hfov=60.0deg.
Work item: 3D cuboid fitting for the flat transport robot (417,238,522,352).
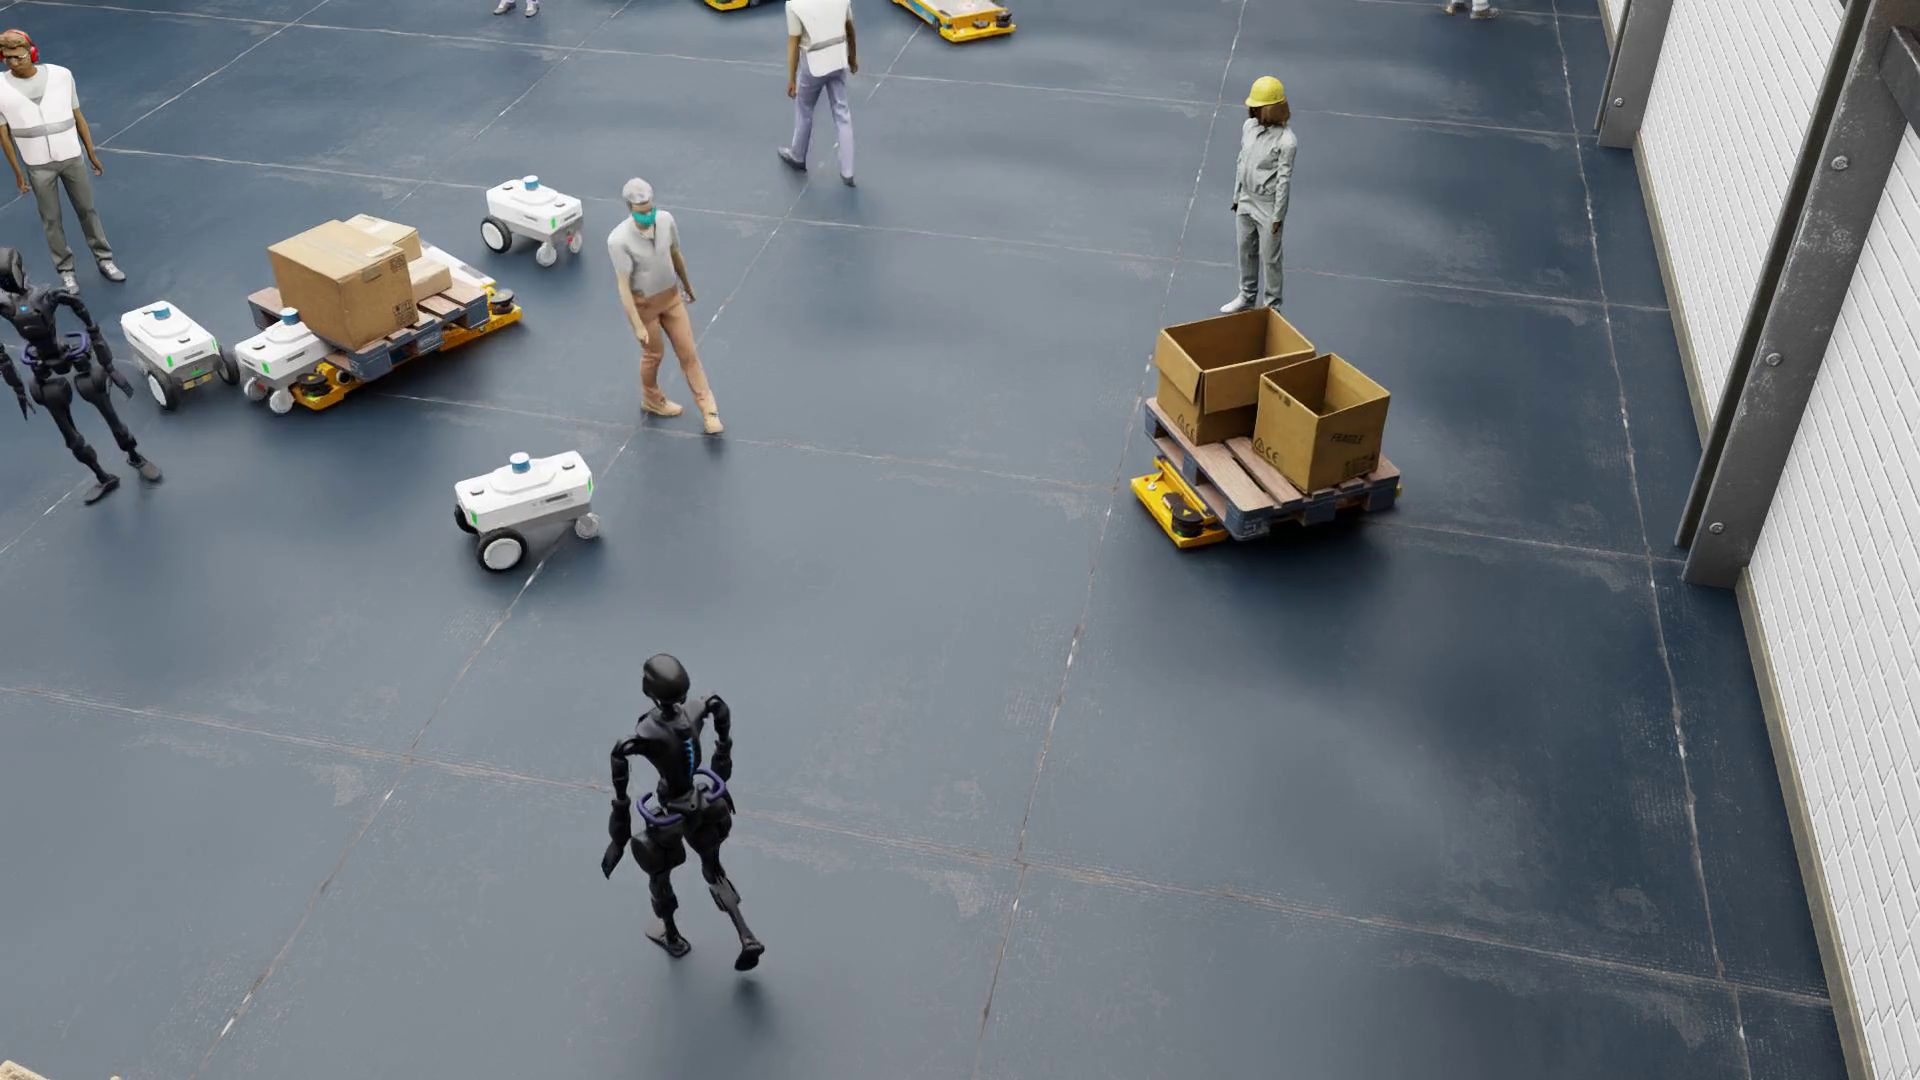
[{"bbox_3d":[-3.734,-1.733,11.538,1.431,0.231,0.659,29,46,33],"label":"flat transport robot"}]

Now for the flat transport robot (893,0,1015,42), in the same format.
[{"bbox_3d":[-0.089,-5.182,16.154,0.659,0.231,1.431,-17,40,-22],"label":"flat transport robot"}]

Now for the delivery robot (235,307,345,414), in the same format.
[{"bbox_3d":[-4.194,-1.200,10.576,0.499,0.583,0.774,25,43,29],"label":"delivery robot"}]

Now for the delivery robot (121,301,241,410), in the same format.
[{"bbox_3d":[-5.019,-1.223,10.621,0.802,0.600,0.499,31,46,34],"label":"delivery robot"}]

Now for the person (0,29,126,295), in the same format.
[{"bbox_3d":[-6.196,-2.594,11.378,0.562,1.839,0.393,-27,44,-31],"label":"person"}]

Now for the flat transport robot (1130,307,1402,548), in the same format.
[{"bbox_3d":[1.778,-0.342,9.676,1.431,0.231,0.659,-13,39,-16],"label":"flat transport robot"}]

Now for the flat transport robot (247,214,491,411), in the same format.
[{"bbox_3d":[-3.867,-1.326,10.993,0.659,0.231,1.431,24,43,29],"label":"flat transport robot"}]

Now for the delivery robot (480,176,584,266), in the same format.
[{"bbox_3d":[-3.116,-2.369,12.154,0.771,0.600,0.501,21,42,26],"label":"delivery robot"}]

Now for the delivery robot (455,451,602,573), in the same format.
[{"bbox_3d":[-2.421,-0.208,9.258,0.789,0.593,0.499,-18,40,-23],"label":"delivery robot"}]

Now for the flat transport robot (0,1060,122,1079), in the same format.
[{"bbox_3d":[-3.100,2.704,5.600,0.659,0.231,1.431,23,42,27],"label":"flat transport robot"}]

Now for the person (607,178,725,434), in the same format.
[{"bbox_3d":[-1.737,-1.382,9.874,0.770,1.698,0.562,30,46,34],"label":"person"}]

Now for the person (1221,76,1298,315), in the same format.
[{"bbox_3d":[1.978,-2.213,10.958,0.340,1.734,0.481,-21,42,-26],"label":"person"}]

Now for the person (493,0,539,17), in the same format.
[{"bbox_3d":[-4.310,-5.940,15.856,0.562,1.838,0.391,9,38,12],"label":"person"}]

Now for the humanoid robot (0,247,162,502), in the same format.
[{"bbox_3d":[-4.994,-0.941,9.302,0.611,1.634,0.448,-12,38,-16],"label":"humanoid robot"}]

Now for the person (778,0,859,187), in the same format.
[{"bbox_3d":[-1.116,-3.684,12.870,0.670,1.801,0.855,-24,43,-28],"label":"person"}]

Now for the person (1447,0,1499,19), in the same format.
[{"bbox_3d":[5.020,-5.922,15.807,0.400,1.888,0.576,-15,39,-19],"label":"person"}]

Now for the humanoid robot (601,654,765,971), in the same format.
[{"bbox_3d":[-1.108,1.119,6.557,0.603,1.641,0.631,-28,45,-32],"label":"humanoid robot"}]

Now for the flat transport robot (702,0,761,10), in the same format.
[{"bbox_3d":[-1.959,-5.639,16.765,1.431,0.231,0.659,-24,43,-28],"label":"flat transport robot"}]
